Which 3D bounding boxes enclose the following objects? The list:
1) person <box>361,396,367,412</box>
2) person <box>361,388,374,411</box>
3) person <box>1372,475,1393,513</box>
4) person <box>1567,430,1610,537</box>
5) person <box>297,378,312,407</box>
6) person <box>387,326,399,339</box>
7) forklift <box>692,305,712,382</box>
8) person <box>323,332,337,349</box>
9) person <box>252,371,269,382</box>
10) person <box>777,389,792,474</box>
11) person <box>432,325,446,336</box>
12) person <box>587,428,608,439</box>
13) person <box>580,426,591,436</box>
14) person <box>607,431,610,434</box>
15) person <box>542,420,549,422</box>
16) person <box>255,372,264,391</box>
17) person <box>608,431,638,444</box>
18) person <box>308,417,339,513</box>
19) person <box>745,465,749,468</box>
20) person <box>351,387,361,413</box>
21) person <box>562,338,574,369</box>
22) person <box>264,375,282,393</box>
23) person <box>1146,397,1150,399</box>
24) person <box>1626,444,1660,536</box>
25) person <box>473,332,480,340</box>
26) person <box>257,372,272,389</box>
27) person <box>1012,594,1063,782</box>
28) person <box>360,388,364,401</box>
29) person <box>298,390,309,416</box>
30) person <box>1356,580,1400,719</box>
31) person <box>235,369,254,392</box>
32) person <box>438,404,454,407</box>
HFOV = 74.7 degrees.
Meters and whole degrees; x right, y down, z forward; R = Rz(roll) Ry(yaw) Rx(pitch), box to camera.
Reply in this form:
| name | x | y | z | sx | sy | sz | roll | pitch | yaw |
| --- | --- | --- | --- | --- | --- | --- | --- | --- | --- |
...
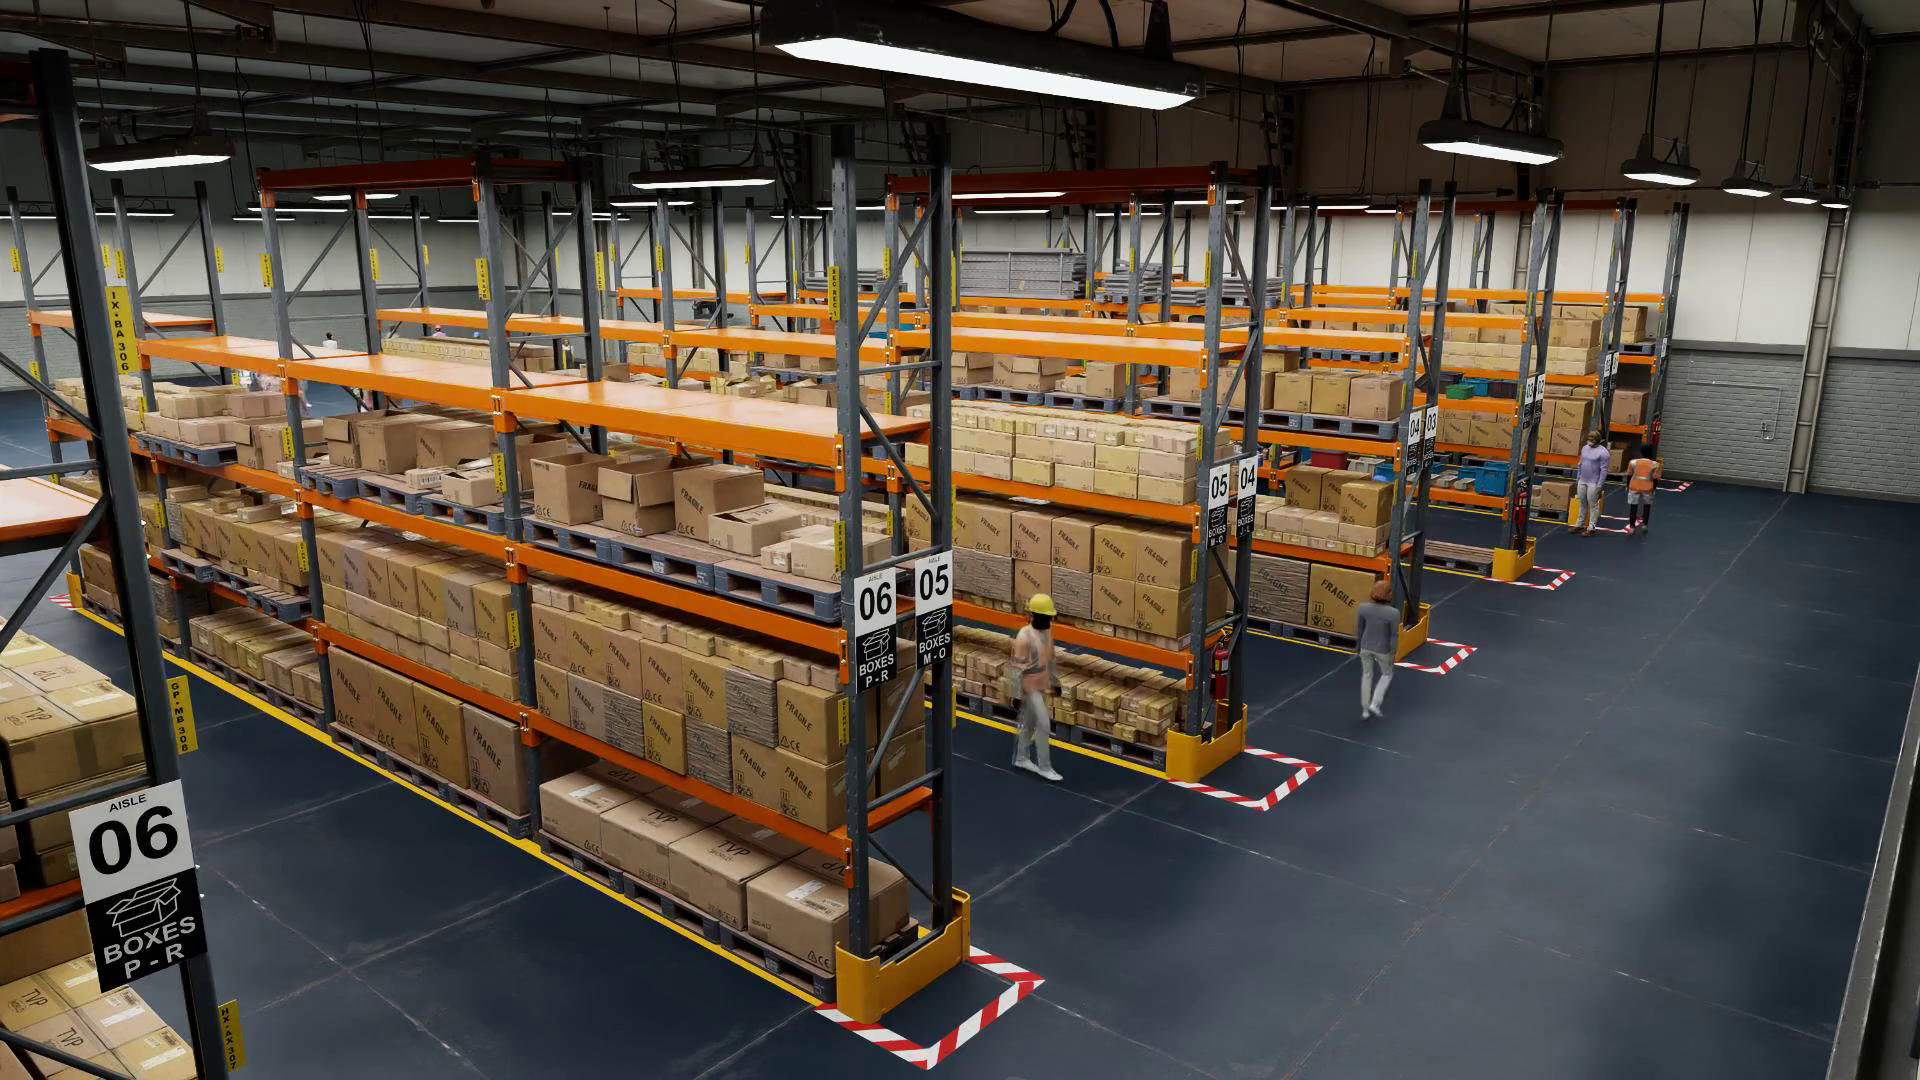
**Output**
| name | x | y | z | sx | sy | sz | roll | pitch | yaw |
| --- | --- | --- | --- | --- | --- | --- | --- | --- | --- |
| person | -17.181 | -4.278 | 36.511 | 0.638 | 1.783 | 0.987 | 2 | 14 | 10 |
| person | -15.712 | -3.646 | 33.741 | 0.470 | 1.868 | 0.666 | 5 | 15 | 20 |
| person | 6.160 | -0.019 | 18.685 | 0.633 | 1.925 | 0.518 | -4 | 14 | -15 |
| person | 11.445 | -1.039 | 22.875 | 0.373 | 1.935 | 0.628 | -4 | 14 | -17 |
| person | -20.975 | -5.177 | 39.940 | 0.634 | 1.912 | 0.588 | 3 | 14 | 12 |
| person | -22.441 | -7.614 | 50.148 | 0.594 | 1.821 | 0.661 | 1 | 14 | 5 |
| forklift | -9.511 | -7.392 | 47.124 | 1.873 | 2.768 | 1.129 | 11 | 17 | 38 |
| person | -23.058 | -6.686 | 46.233 | 0.517 | 1.874 | 0.327 | -2 | 14 | -9 |
| person | -23.166 | -5.604 | 41.802 | 0.850 | 1.859 | 0.718 | 12 | 18 | 39 |
| person | -3.966 | -2.472 | 28.774 | 0.611 | 1.951 | 1.020 | -6 | 15 | -25 |
| person | -20.399 | -7.489 | 49.417 | 0.542 | 1.928 | 0.374 | -9 | 16 | -34 |
| person | -7.036 | -1.454 | 24.738 | 0.492 | 1.855 | 0.661 | 4 | 14 | 17 |
| person | -9.923 | -3.461 | 33.322 | 0.537 | 1.698 | 0.320 | -1 | 14 | -4 |
| person | -7.907 | -2.356 | 28.540 | 0.637 | 1.804 | 0.866 | -1 | 14 | -4 |
| person | -8.003 | -1.444 | 24.625 | 0.640 | 1.904 | 0.993 | 1 | 14 | 5 |
| person | -23.691 | -5.833 | 42.610 | 0.581 | 1.924 | 0.445 | -4 | 14 | -17 |
| person | -6.750 | -1.585 | 24.973 | 0.983 | 2.000 | 0.635 | 12 | 18 | 41 |
| person | -12.728 | -1.492 | 24.813 | 0.991 | 1.904 | 0.628 | 4 | 14 | 16 |
| person | -4.855 | -2.474 | 29.393 | 0.514 | 1.640 | 0.310 | -8 | 16 | -29 |
| person | -17.889 | -4.594 | 37.490 | 0.362 | 1.938 | 0.545 | 12 | 18 | 42 |
| person | -13.877 | -6.240 | 44.492 | 0.507 | 1.832 | 0.396 | -7 | 15 | -25 |
| person | -19.444 | -4.062 | 35.740 | 0.554 | 1.720 | 0.532 | 5 | 14 | 18 |
| person | 4.256 | -2.276 | 28.190 | 0.791 | 1.815 | 0.604 | 13 | 19 | 43 |
| person | 12.456 | -0.936 | 23.016 | 0.540 | 1.667 | 0.751 | 8 | 16 | 30 |
| person | -17.448 | -6.610 | 45.784 | 0.643 | 1.933 | 0.450 | 3 | 14 | 12 |
| person | -22.567 | -5.343 | 40.776 | 0.400 | 1.838 | 0.587 | 1 | 14 | 4 |
| person | 0.857 | 1.470 | 12.603 | 0.748 | 1.901 | 0.622 | 8 | 16 | 30 |
| person | -16.216 | -3.949 | 34.718 | 0.611 | 1.995 | 0.381 | -10 | 17 | -36 |
| person | -17.353 | -3.383 | 32.936 | 0.554 | 1.719 | 0.880 | -2 | 14 | -7 |
| person | 4.699 | 1.230 | 14.187 | 0.514 | 1.620 | 0.342 | 11 | 17 | 38 |
| person | -22.427 | -4.887 | 39.369 | 0.777 | 1.605 | 0.531 | 6 | 15 | 23 |
| person | -12.117 | -2.760 | 29.848 | 0.467 | 1.976 | 0.624 | 7 | 15 | 27 |
